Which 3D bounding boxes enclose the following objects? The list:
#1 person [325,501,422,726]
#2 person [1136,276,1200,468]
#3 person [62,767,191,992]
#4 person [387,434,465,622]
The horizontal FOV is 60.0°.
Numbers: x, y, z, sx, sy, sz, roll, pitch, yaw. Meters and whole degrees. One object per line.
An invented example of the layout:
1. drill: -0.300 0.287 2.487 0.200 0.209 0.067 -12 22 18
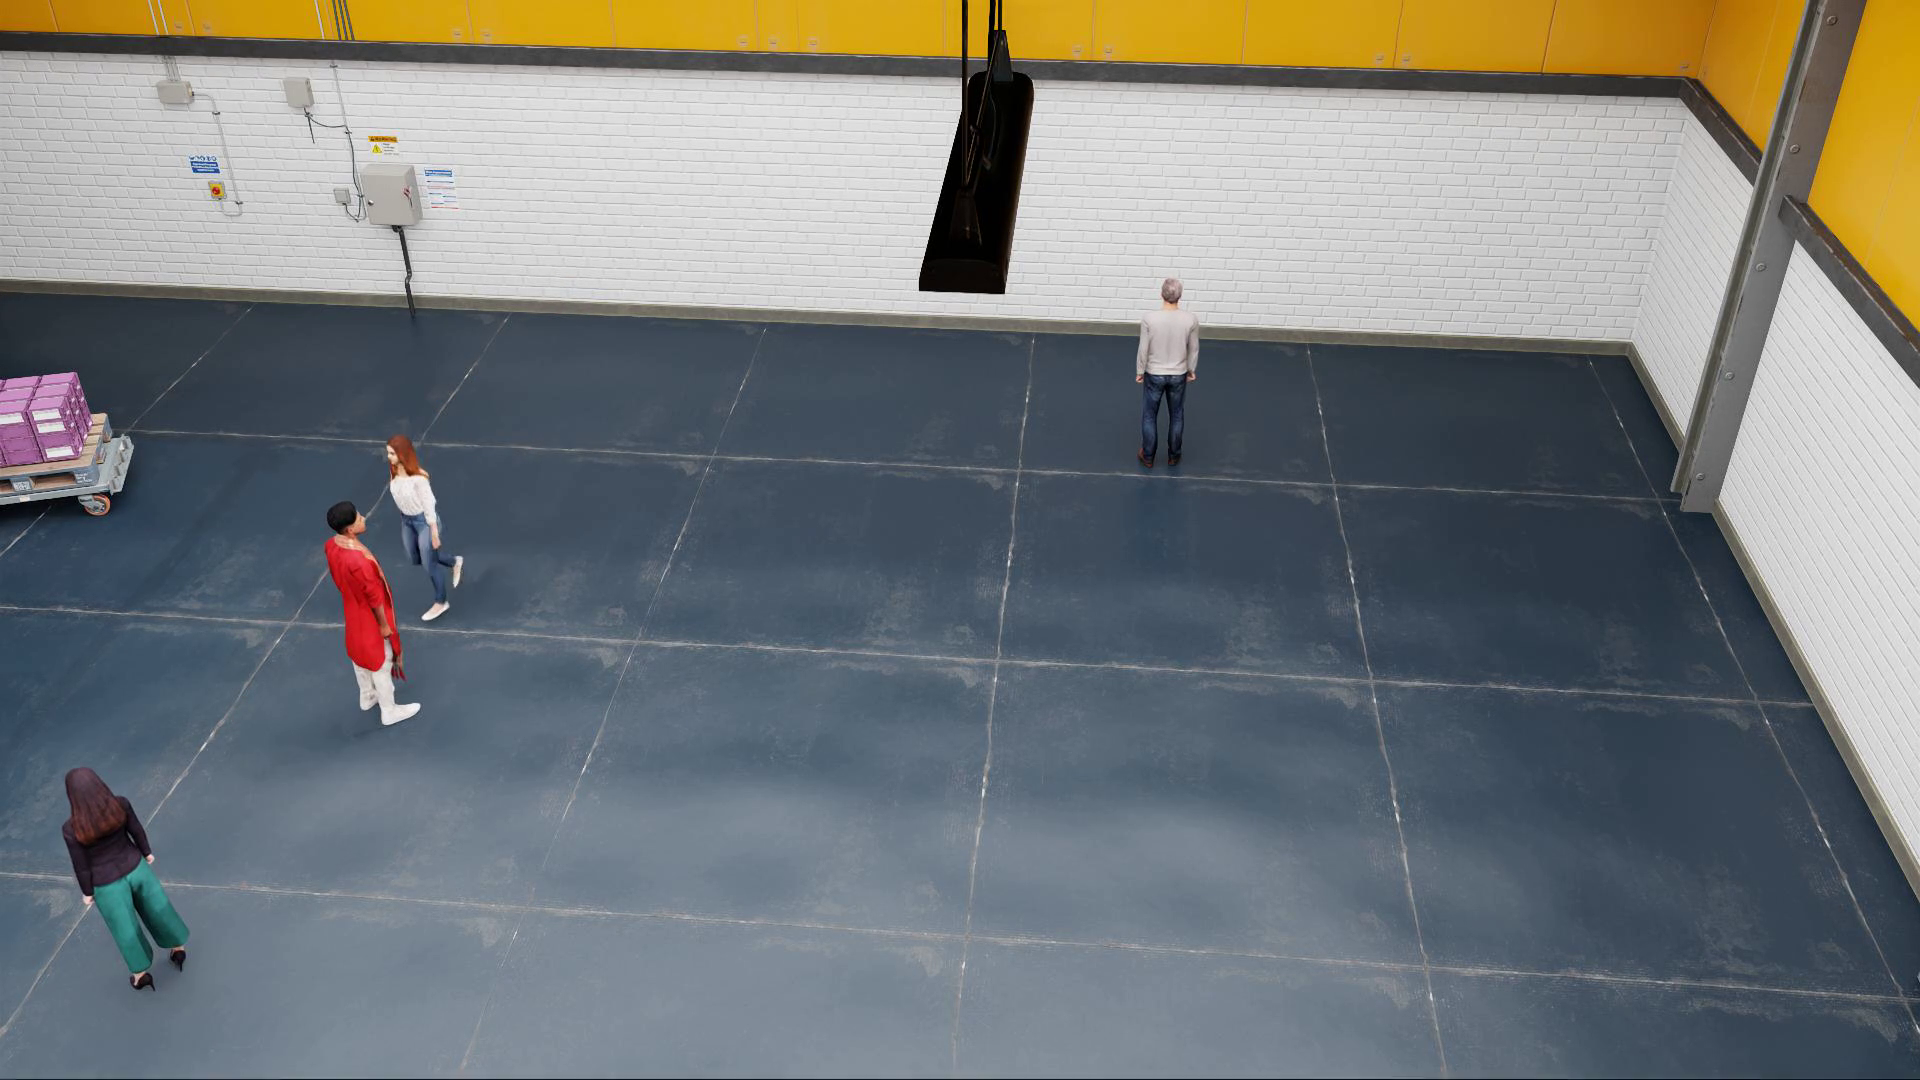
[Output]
1. person: -4.492 0.538 12.504 0.782 1.881 0.813 27 42 34
2. person: 1.937 -1.567 15.645 0.764 1.910 0.657 -1 34 -2
3. person: -5.198 2.093 10.292 0.772 1.738 0.669 24 41 32
4. person: -4.371 -0.161 13.707 0.794 1.712 0.925 19 38 26
